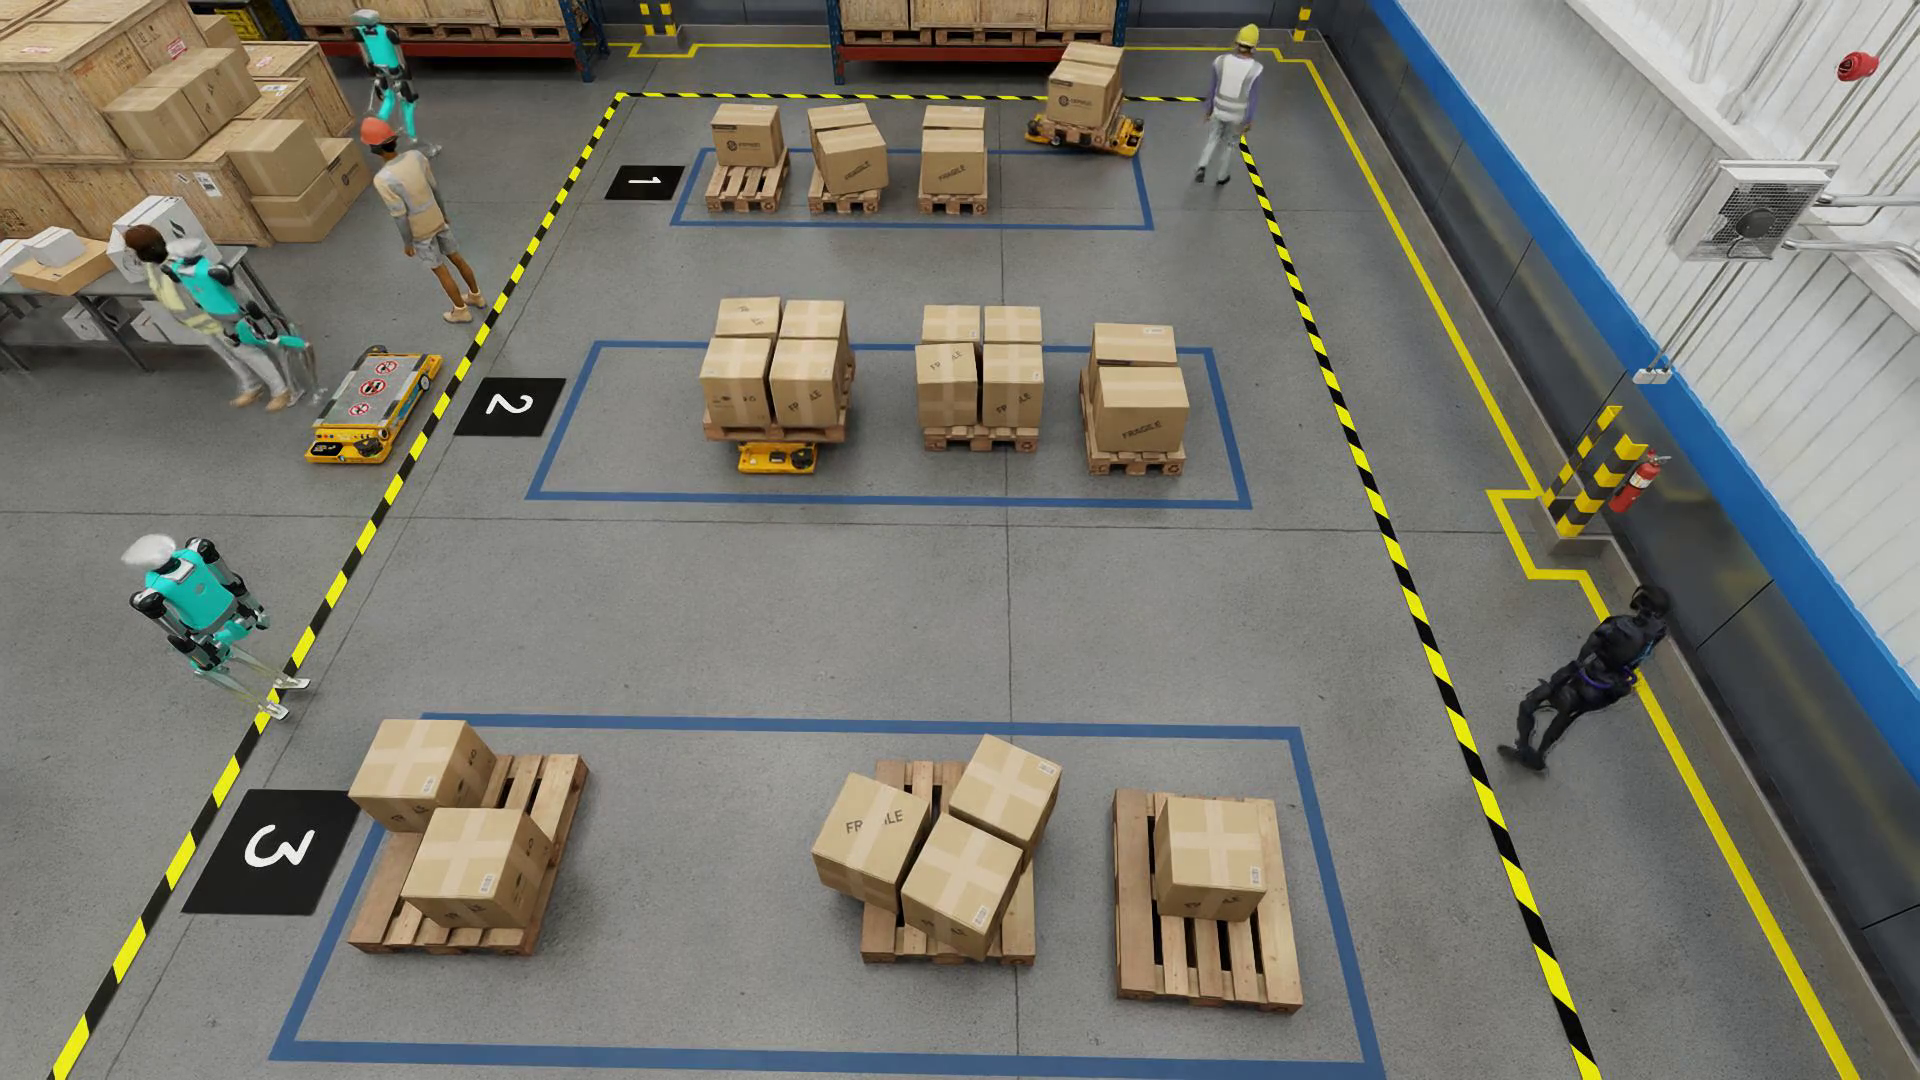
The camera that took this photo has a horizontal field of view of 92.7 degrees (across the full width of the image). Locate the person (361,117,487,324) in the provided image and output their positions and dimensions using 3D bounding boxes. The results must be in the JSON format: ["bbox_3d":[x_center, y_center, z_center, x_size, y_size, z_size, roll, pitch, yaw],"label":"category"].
[{"bbox_3d":[-5.123,-3.000,8.744,0.374,2.045,0.604,13,51,11],"label":"person"}]

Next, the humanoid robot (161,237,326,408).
[{"bbox_3d":[-6.147,-1.937,8.014,0.533,1.754,0.670,4,50,4],"label":"humanoid robot"}]

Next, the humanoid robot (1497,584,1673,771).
[{"bbox_3d":[3.895,0.896,5.690,0.608,1.634,0.394,-9,50,-7],"label":"humanoid robot"}]

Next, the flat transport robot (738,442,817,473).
[{"bbox_3d":[-1.584,-1.178,8.346,0.652,0.197,1.431,1,50,1],"label":"flat transport robot"}]

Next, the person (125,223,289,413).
[{"bbox_3d":[-6.509,-1.912,7.961,0.624,1.835,0.431,18,52,15],"label":"person"}]

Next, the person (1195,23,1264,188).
[{"bbox_3d":[3.091,-4.914,10.514,0.597,1.817,0.487,30,56,23],"label":"person"}]

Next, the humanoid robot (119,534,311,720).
[{"bbox_3d":[-4.849,0.547,5.857,0.735,1.673,0.533,9,50,8],"label":"humanoid robot"}]

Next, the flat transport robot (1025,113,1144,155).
[{"bbox_3d":[1.621,-5.310,11.842,1.431,0.197,0.652,13,51,11],"label":"flat transport robot"}]

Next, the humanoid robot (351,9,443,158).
[{"bbox_3d":[-6.754,-5.184,10.827,0.538,1.771,1.004,5,50,4],"label":"humanoid robot"}]

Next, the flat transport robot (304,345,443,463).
[{"bbox_3d":[-5.383,-1.269,8.441,0.659,0.231,1.431,1,50,1],"label":"flat transport robot"}]
